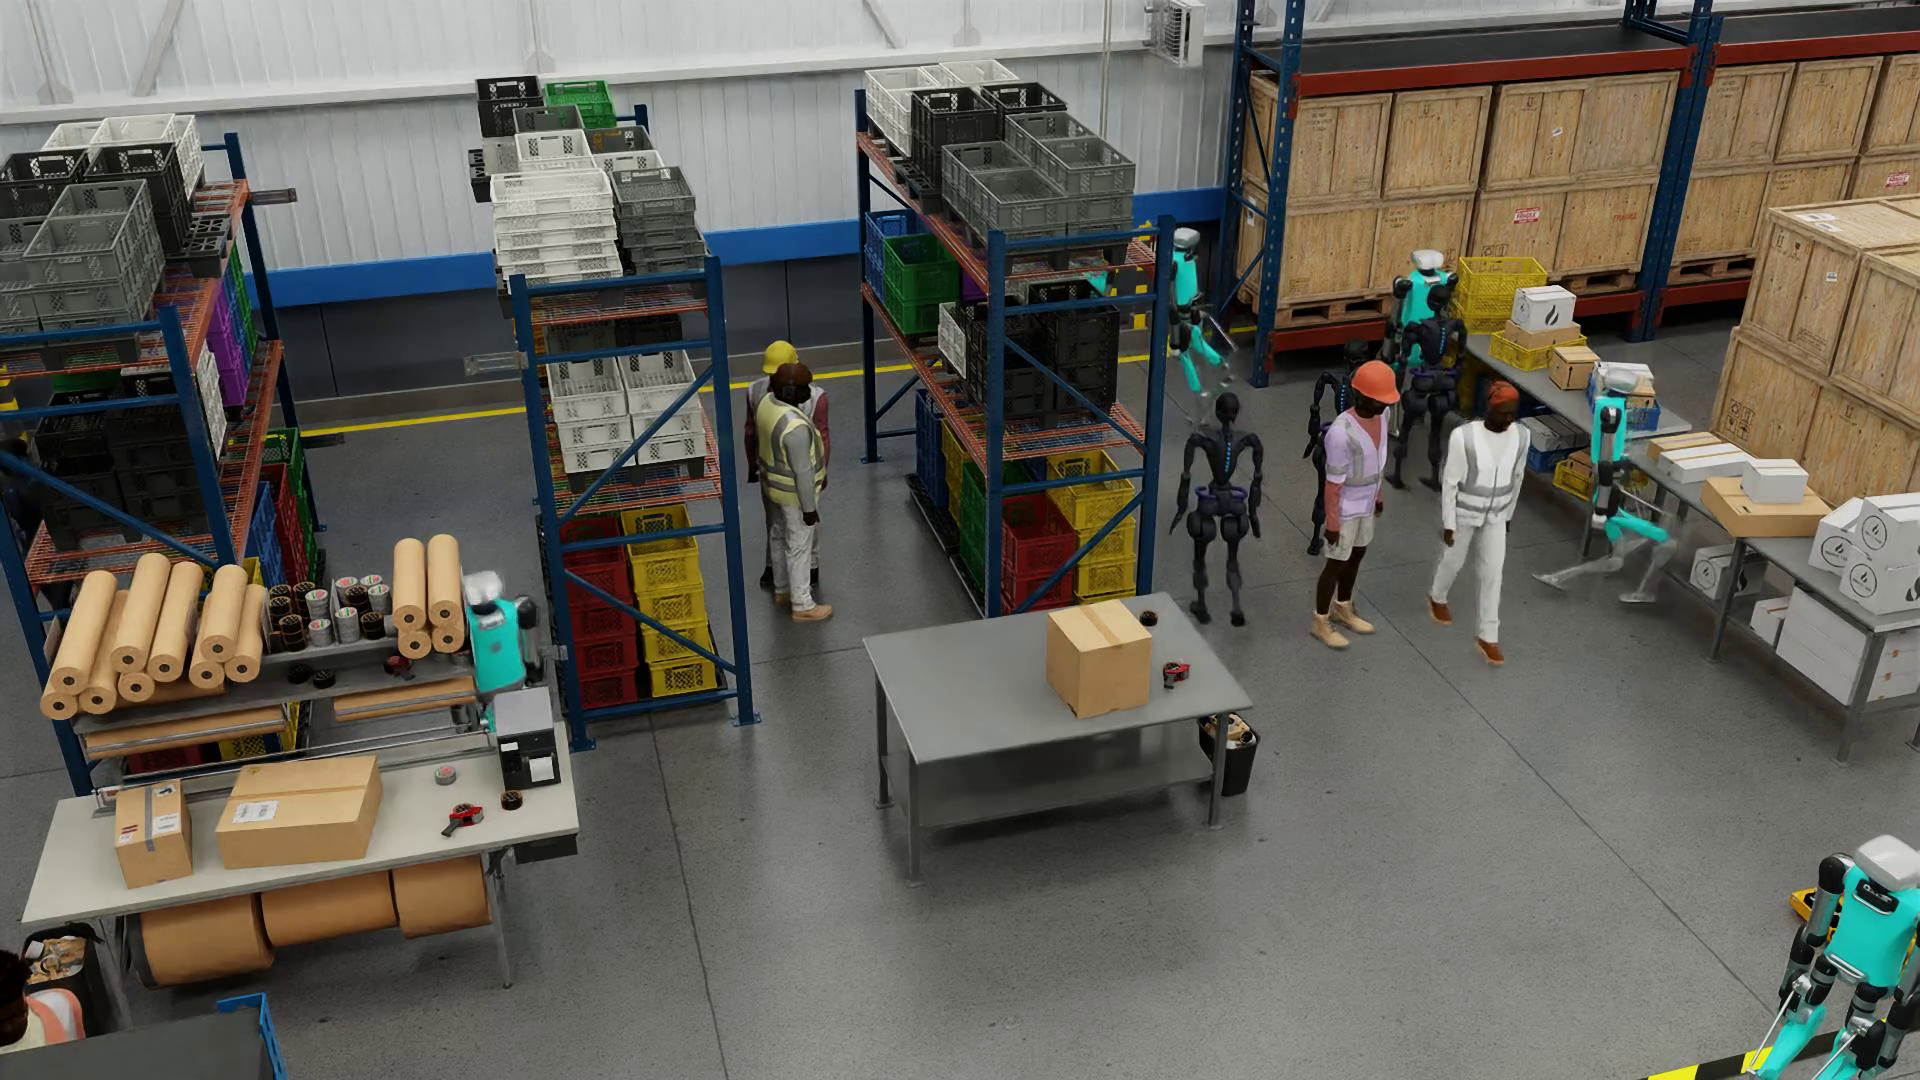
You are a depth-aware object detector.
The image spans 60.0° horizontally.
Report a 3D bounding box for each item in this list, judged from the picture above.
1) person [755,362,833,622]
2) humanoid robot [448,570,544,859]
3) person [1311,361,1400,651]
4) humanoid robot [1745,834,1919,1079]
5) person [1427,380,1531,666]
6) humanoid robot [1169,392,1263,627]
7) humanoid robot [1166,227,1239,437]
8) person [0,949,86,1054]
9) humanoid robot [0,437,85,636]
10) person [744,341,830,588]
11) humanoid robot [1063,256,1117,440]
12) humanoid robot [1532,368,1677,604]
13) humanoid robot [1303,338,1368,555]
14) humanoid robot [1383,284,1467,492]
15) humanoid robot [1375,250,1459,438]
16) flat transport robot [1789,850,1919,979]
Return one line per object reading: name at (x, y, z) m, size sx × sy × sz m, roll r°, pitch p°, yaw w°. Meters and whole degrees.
person at (-1.105, -0.330, 11.135) m, size 0.429 × 1.836 × 0.632 m, roll -14°, pitch 32°, yaw -24°
humanoid robot at (-2.617, 0.867, 9.125) m, size 0.530 × 1.798 × 0.861 m, roll -19°, pitch 34°, yaw -30°
person at (2.564, -0.222, 10.746) m, size 0.411 × 2.031 × 0.609 m, roll 25°, pitch 37°, yaw 37°
humanoid robot at (3.503, 2.013, 6.835) m, size 0.735 × 1.677 × 0.533 m, roll -16°, pitch 33°, yaw -27°
person at (3.378, -0.159, 10.807) m, size 0.583 × 1.846 × 0.842 m, roll -4°, pitch 29°, yaw -7°
humanoid robot at (1.710, -0.154, 10.992) m, size 0.616 × 1.641 × 0.529 m, roll -3°, pitch 29°, yaw -5°
humanoid robot at (2.006, -1.603, 13.676) m, size 0.741 × 1.899 × 0.554 m, roll 16°, pitch 32°, yaw 26°
person at (-3.402, 2.299, 6.219) m, size 0.374 × 1.963 × 0.605 m, roll 11°, pitch 31°, yaw 18°
humanoid robot at (-5.805, 0.087, 10.593) m, size 0.609 × 1.643 × 0.745 m, roll 6°, pitch 29°, yaw 12°
person at (-1.196, -0.518, 11.478) m, size 0.599 × 1.831 × 0.404 m, roll 4°, pitch 29°, yaw 8°
humanoid robot at (0.879, -1.620, 13.594) m, size 0.561 × 1.741 × 0.993 m, roll -20°, pitch 35°, yaw -32°
humanoid robot at (4.504, -0.292, 11.186) m, size 1.041 × 1.740 × 0.559 m, roll 10°, pitch 30°, yaw 18°
humanoid robot at (2.729, -0.653, 11.872) m, size 0.599 × 1.657 × 0.315 m, roll 18°, pitch 34°, yaw 30°
humanoid robot at (3.609, -1.172, 12.828) m, size 0.584 × 1.642 × 0.343 m, roll -6°, pitch 29°, yaw -10°
humanoid robot at (3.578, -1.560, 13.523) m, size 0.544 × 1.806 × 0.774 m, roll -8°, pitch 30°, yaw -13°
flat transport robot at (5.163, 1.916, 8.676) m, size 1.431 × 0.231 × 0.659 m, roll -8°, pitch 30°, yaw -14°
